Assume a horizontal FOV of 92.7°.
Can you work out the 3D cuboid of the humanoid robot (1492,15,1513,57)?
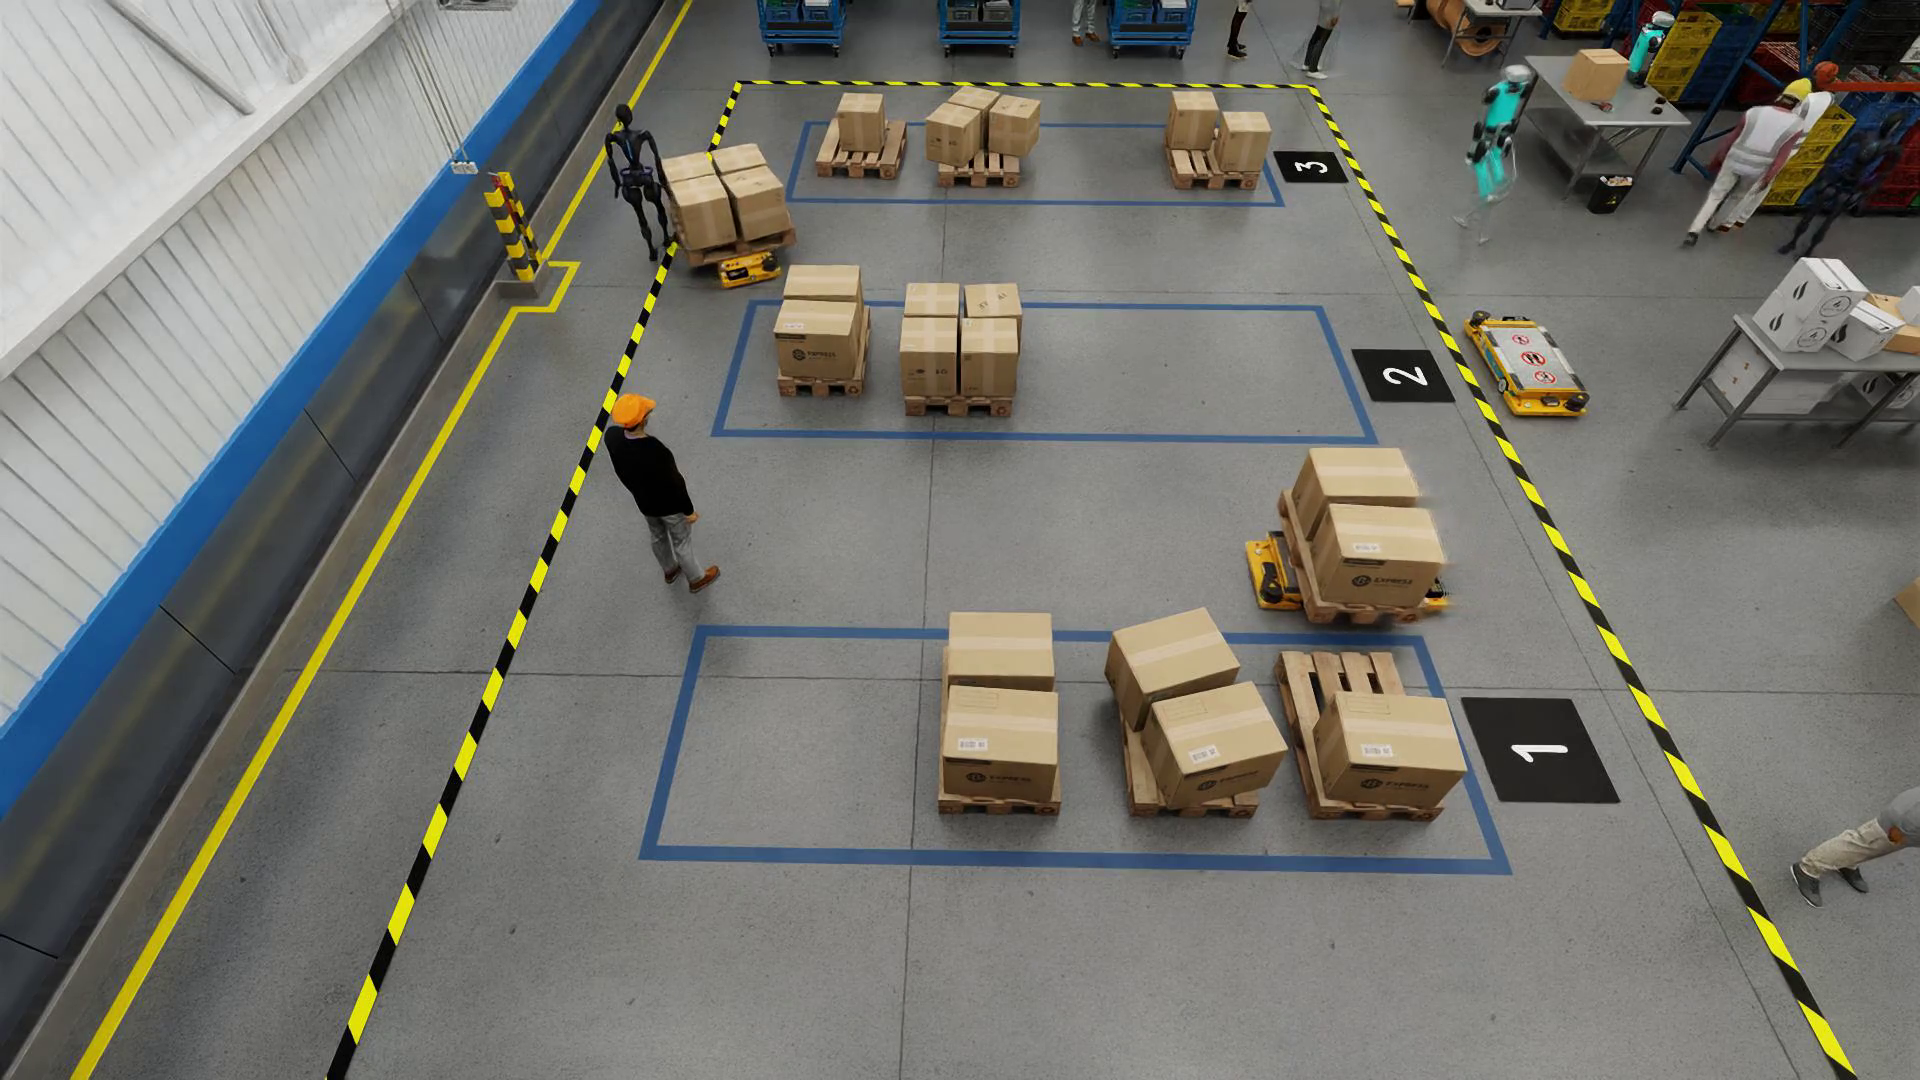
[{"bbox_3d":[8.203,-8.145,13.655,0.591,1.642,0.554,21,52,17],"label":"humanoid robot"}]

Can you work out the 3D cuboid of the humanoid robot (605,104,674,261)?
[{"bbox_3d":[-3.488,-3.868,9.955,0.590,1.644,0.421,-7,50,-6],"label":"humanoid robot"}]

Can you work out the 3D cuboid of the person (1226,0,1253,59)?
[{"bbox_3d":[4.271,-8.211,13.519,0.367,1.966,0.604,9,50,7],"label":"person"}]

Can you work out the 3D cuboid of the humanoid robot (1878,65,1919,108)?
[{"bbox_3d":[13.211,-6.672,12.333,0.863,1.772,0.607,33,57,25],"label":"humanoid robot"}]

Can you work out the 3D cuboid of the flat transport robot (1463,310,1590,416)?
[{"bbox_3d":[5.573,-1.757,9.054,0.659,0.231,1.431,1,49,1],"label":"flat transport robot"}]

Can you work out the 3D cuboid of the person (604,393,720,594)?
[{"bbox_3d":[-2.192,-0.317,6.740,0.591,1.882,0.373,22,53,18],"label":"person"}]

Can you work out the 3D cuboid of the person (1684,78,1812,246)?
[{"bbox_3d":[8.646,-4.114,10.085,0.592,1.795,0.782,31,56,24],"label":"person"}]

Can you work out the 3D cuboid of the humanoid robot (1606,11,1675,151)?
[{"bbox_3d":[8.450,-5.567,11.292,0.735,1.677,0.533,9,50,8],"label":"humanoid robot"}]

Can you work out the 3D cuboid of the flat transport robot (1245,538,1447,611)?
[{"bbox_3d":[3.066,0.239,7.308,1.431,0.197,0.652,1,49,1],"label":"flat transport robot"}]

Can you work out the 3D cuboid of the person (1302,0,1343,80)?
[{"bbox_3d":[5.326,-7.597,13.061,0.397,1.850,0.597,1,49,1],"label":"person"}]

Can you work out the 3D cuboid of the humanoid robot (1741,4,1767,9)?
[{"bbox_3d":[13.236,-9.418,14.708,0.530,1.753,0.926,-28,55,-22],"label":"humanoid robot"}]

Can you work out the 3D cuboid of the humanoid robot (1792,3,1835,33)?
[{"bbox_3d":[13.286,-8.441,13.907,0.603,1.643,0.387,34,57,26],"label":"humanoid robot"}]

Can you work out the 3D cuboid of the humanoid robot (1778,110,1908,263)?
[{"bbox_3d":[9.532,-3.810,9.896,0.353,1.647,0.610,-28,55,-22],"label":"humanoid robot"}]

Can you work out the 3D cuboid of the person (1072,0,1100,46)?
[{"bbox_3d":[1.979,-8.554,13.833,0.629,1.940,0.373,-23,53,-18],"label":"person"}]

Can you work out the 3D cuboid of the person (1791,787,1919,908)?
[{"bbox_3d":[5.498,1.562,5.190,0.560,1.766,0.399,-10,50,-8],"label":"person"}]

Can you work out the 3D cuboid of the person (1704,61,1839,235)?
[{"bbox_3d":[9.071,-4.325,10.209,0.573,1.882,0.360,-15,51,-13],"label":"person"}]

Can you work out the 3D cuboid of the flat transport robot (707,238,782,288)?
[{"bbox_3d":[-2.559,-3.397,10.455,0.652,0.197,1.431,-18,52,-15],"label":"flat transport robot"}]

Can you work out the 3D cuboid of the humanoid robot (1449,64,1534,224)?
[{"bbox_3d":[6.013,-4.306,10.200,0.533,1.677,0.735,-12,50,-10],"label":"humanoid robot"}]
